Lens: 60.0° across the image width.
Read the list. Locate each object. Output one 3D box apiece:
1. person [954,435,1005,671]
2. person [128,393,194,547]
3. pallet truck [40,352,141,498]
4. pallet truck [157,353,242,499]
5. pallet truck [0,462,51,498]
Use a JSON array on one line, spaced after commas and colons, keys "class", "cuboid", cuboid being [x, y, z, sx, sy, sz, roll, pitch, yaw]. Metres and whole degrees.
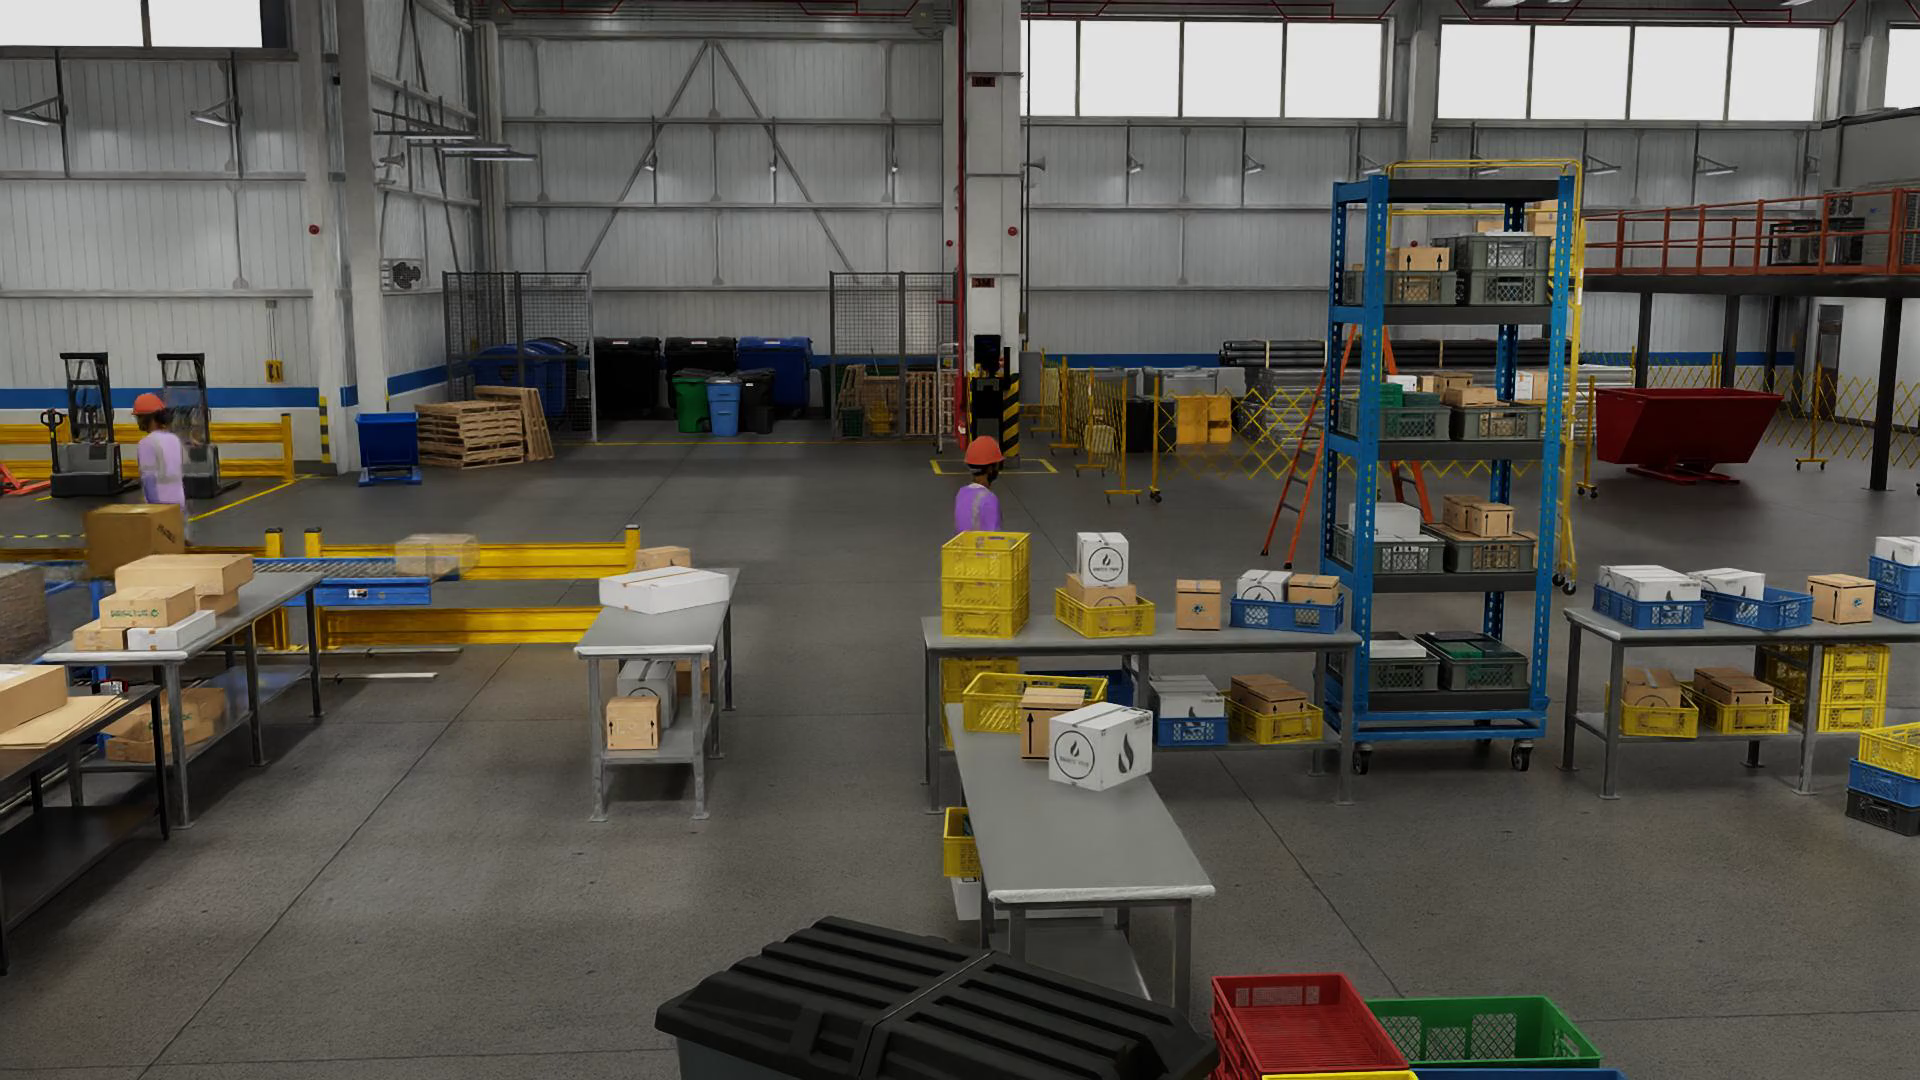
[{"class": "person", "cuboid": [0.164, 0.252, 11.441, 0.340, 1.941, 0.551, -4, 10, -25]}, {"class": "person", "cuboid": [-7.155, -0.312, 14.848, 1.041, 1.986, 0.633, 1, 9, 7]}, {"class": "pallet truck", "cuboid": [-11.907, -1.642, 23.165, 0.823, 1.965, 1.885, 0, 9, 0]}, {"class": "pallet truck", "cuboid": [-10.520, -1.604, 22.925, 0.823, 1.965, 1.885, -1, 9, -6]}, {"class": "pallet truck", "cuboid": [-13.193, -1.293, 23.148, 0.653, 1.274, 1.630, -1, 9, -4]}]
